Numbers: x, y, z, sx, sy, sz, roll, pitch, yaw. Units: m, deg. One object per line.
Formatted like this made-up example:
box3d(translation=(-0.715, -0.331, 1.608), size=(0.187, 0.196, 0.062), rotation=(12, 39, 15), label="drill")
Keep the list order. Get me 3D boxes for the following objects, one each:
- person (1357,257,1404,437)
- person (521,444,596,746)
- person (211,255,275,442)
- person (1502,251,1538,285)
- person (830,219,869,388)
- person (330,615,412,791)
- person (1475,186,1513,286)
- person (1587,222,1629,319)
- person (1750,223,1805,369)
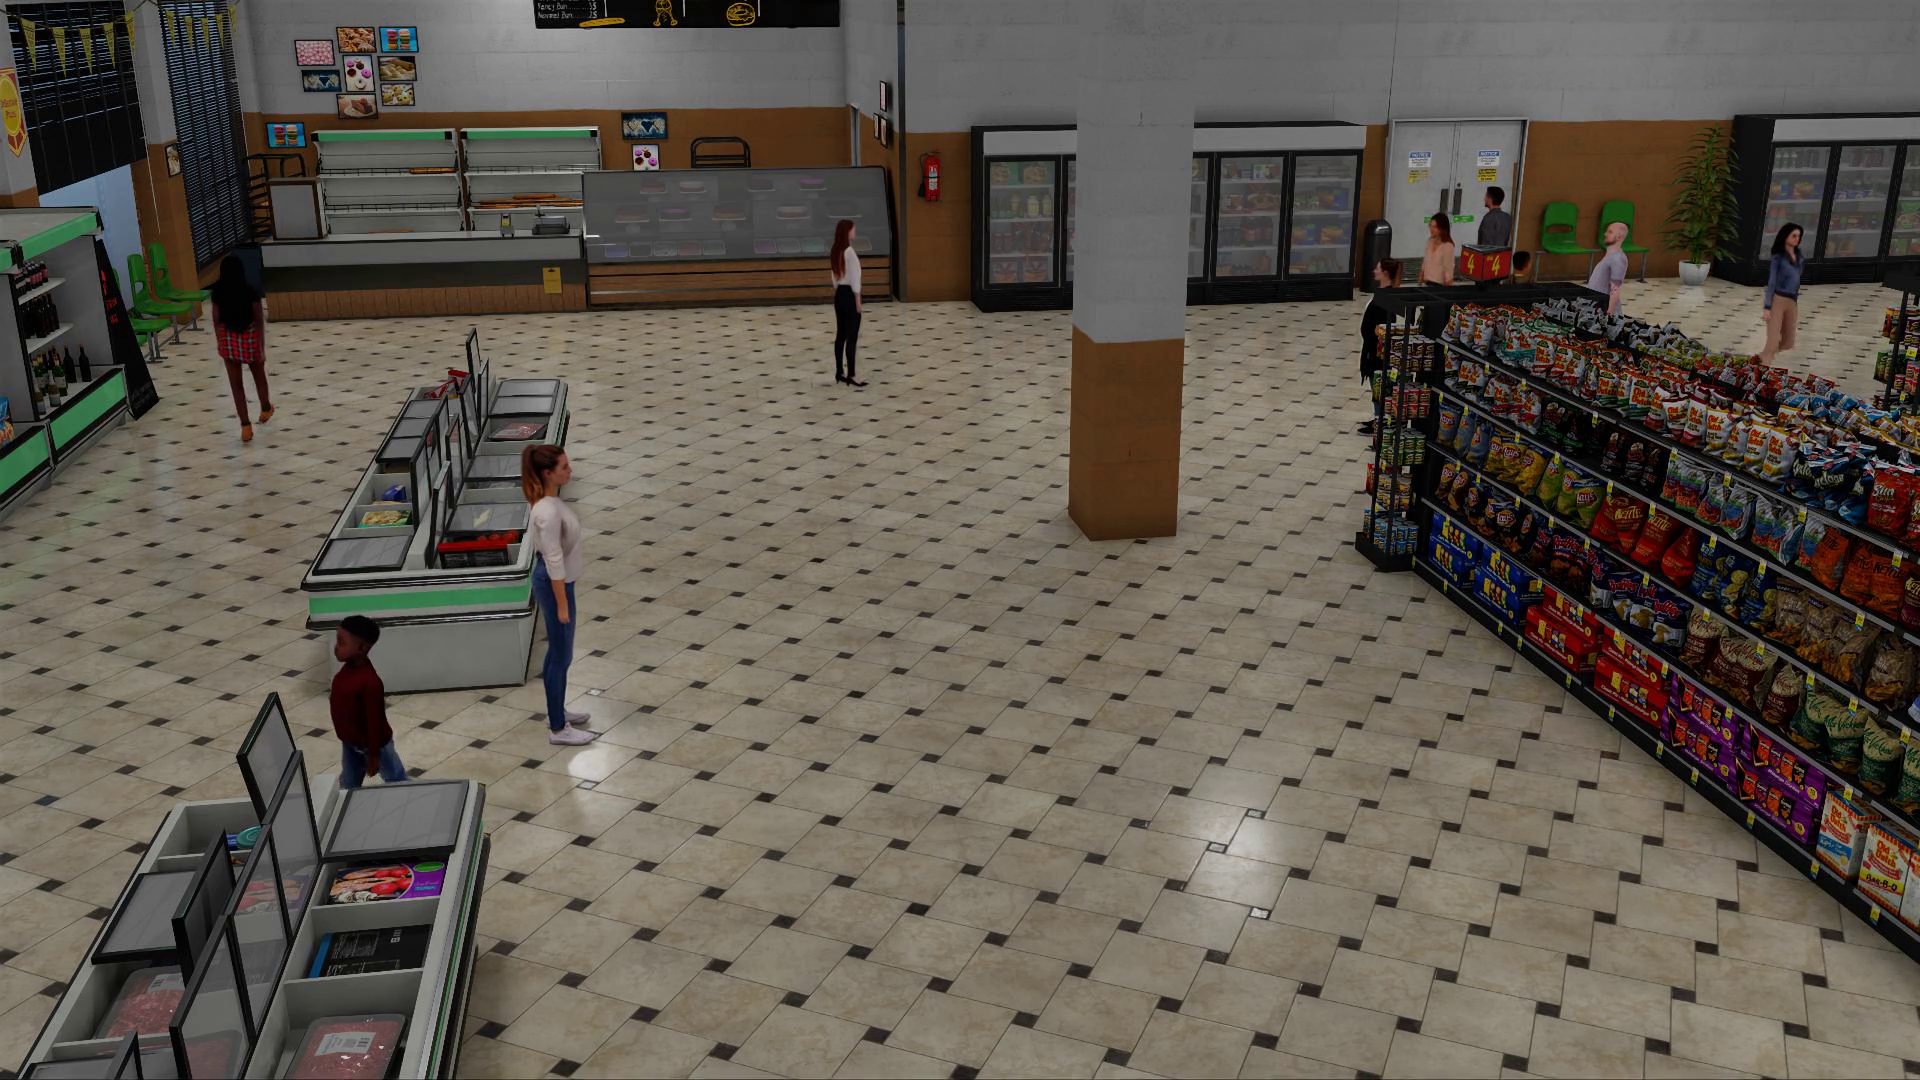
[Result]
box3d(translation=(3.966, -1.820, 15.651), size=(0.778, 1.684, 0.680), rotation=(8, 20, 23), label="person")
box3d(translation=(-2.264, 0.294, 9.327), size=(0.675, 1.719, 0.464), rotation=(-5, 19, -13), label="person")
box3d(translation=(-6.674, -1.744, 15.430), size=(0.723, 1.680, 1.184), rotation=(-6, 20, -18), label="person")
box3d(translation=(5.817, -2.285, 17.390), size=(0.679, 1.454, 0.722), rotation=(9, 21, 24), label="person")
box3d(translation=(-1.188, -2.501, 17.553), size=(0.718, 1.759, 0.577), rotation=(-13, 23, -33), label="person")
box3d(translation=(-2.829, 0.956, 8.123), size=(0.843, 1.233, 0.877), rotation=(-16, 24, -39), label="person")
box3d(translation=(6.173, -3.173, 19.368), size=(0.778, 1.872, 0.791), rotation=(-17, 25, -41), label="person")
box3d(translation=(6.520, -2.296, 16.823), size=(0.805, 1.837, 0.654), rotation=(4, 19, 11), label="person")
box3d(translation=(8.435, -2.403, 17.261), size=(0.693, 1.760, 0.850), rotation=(-6, 20, -18), label="person")
